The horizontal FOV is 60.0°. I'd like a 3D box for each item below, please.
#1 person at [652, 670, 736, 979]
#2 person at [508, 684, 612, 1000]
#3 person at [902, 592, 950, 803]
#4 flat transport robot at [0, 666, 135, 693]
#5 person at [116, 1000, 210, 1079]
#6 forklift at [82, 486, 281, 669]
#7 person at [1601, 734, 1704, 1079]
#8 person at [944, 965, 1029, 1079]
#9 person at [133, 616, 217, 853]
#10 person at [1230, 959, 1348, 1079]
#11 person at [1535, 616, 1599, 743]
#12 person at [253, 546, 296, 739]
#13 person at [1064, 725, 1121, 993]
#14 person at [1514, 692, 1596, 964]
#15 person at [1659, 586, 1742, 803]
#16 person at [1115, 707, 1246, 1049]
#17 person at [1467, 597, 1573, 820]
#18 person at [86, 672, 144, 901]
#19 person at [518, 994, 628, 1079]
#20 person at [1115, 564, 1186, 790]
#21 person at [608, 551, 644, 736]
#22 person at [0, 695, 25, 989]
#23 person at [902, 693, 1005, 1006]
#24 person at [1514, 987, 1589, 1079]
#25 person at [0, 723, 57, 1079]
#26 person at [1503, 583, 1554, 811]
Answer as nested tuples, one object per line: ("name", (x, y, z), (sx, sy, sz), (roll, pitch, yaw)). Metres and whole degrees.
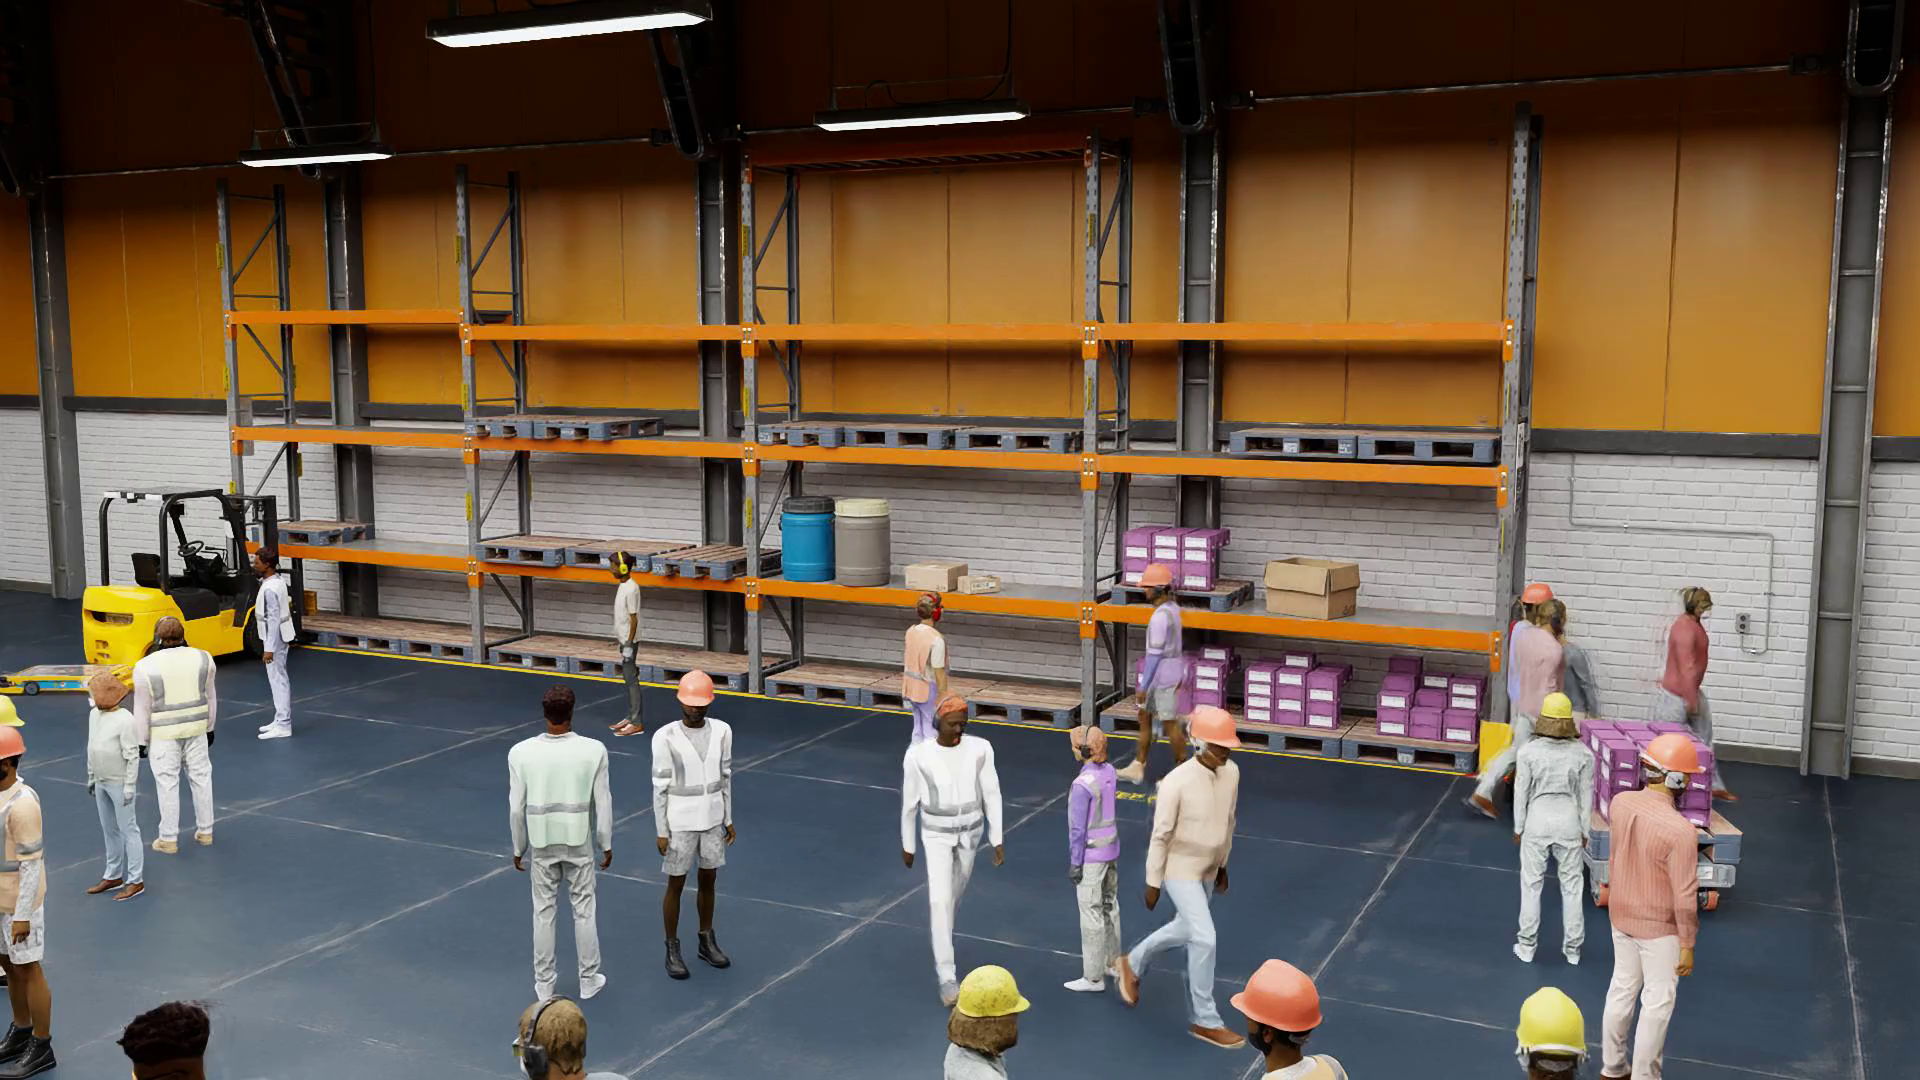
("person", (-1.650, 1.762, 10.434), (0.548, 1.934, 0.375), (-5, 8, -35))
("person", (-2.394, 1.821, 10.009), (0.596, 1.918, 0.380), (-1, 7, -9))
("person", (-0.276, 1.362, 14.082), (0.378, 1.848, 0.569), (-4, 8, -30))
("flat transport robot", (-10.034, 1.570, 18.836), (1.431, 0.197, 0.652), (0, 7, -2))
("person", (-2.344, 2.394, 5.345), (0.991, 1.912, 0.617), (-1, 7, -8))
("forklift", (-9.426, 0.454, 20.179), (1.214, 2.155, 2.313), (3, 8, 26))
("person", (3.578, 1.967, 8.569), (0.411, 1.980, 0.625), (-2, 7, -16))
("person", (0.090, 2.388, 6.040), (0.314, 1.744, 0.487), (-2, 7, -16))
("person", (-6.106, 1.504, 12.949), (0.430, 1.845, 0.619), (7, 10, 44))
("person", (1.056, 2.348, 5.565), (0.354, 1.942, 0.545), (6, 9, 42))
("person", (5.066, 1.438, 13.972), (0.522, 1.716, 0.556), (-2, 7, -16))
("person", (-6.863, 1.018, 16.647), (0.392, 1.920, 0.589), (-2, 7, -18))
("person", (0.818, 1.942, 10.207), (0.318, 1.631, 0.513), (4, 8, 27))
("person", (3.794, 1.836, 10.657), (0.490, 1.734, 0.342), (1, 7, 10))
("person", (6.210, 1.320, 14.369), (1.001, 1.900, 0.636), (4, 8, 31))
("person", (1.248, 1.866, 9.574), (0.928, 1.947, 0.624), (7, 10, 44))
("person", (4.712, 1.397, 13.652), (1.050, 1.891, 0.641), (-1, 7, -5))
("person", (-6.038, 1.740, 11.845), (0.498, 1.633, 0.278), (4, 8, 30))
("person", (-1.245, 2.391, 5.285), (0.382, 1.928, 0.635), (3, 8, 23))
("person", (1.652, 1.211, 14.614), (0.886, 2.015, 0.621), (2, 7, 15))
("person", (-3.364, 1.034, 16.740), (0.328, 1.865, 0.518), (-2, 7, -17))
("person", (-5.913, 1.848, 10.206), (0.403, 1.820, 0.603), (-4, 8, -30))
("person", (-0.052, 1.838, 10.264), (0.573, 1.829, 1.026), (-3, 7, -20))
("person", (1.980, 2.408, 5.605), (0.595, 1.819, 0.417), (2, 7, 16))
("person", (-5.139, 1.936, 8.979), (0.544, 1.939, 0.353), (6, 9, 41))
("person", (4.833, 1.322, 14.071), (0.377, 1.932, 0.551), (1, 7, 7))
